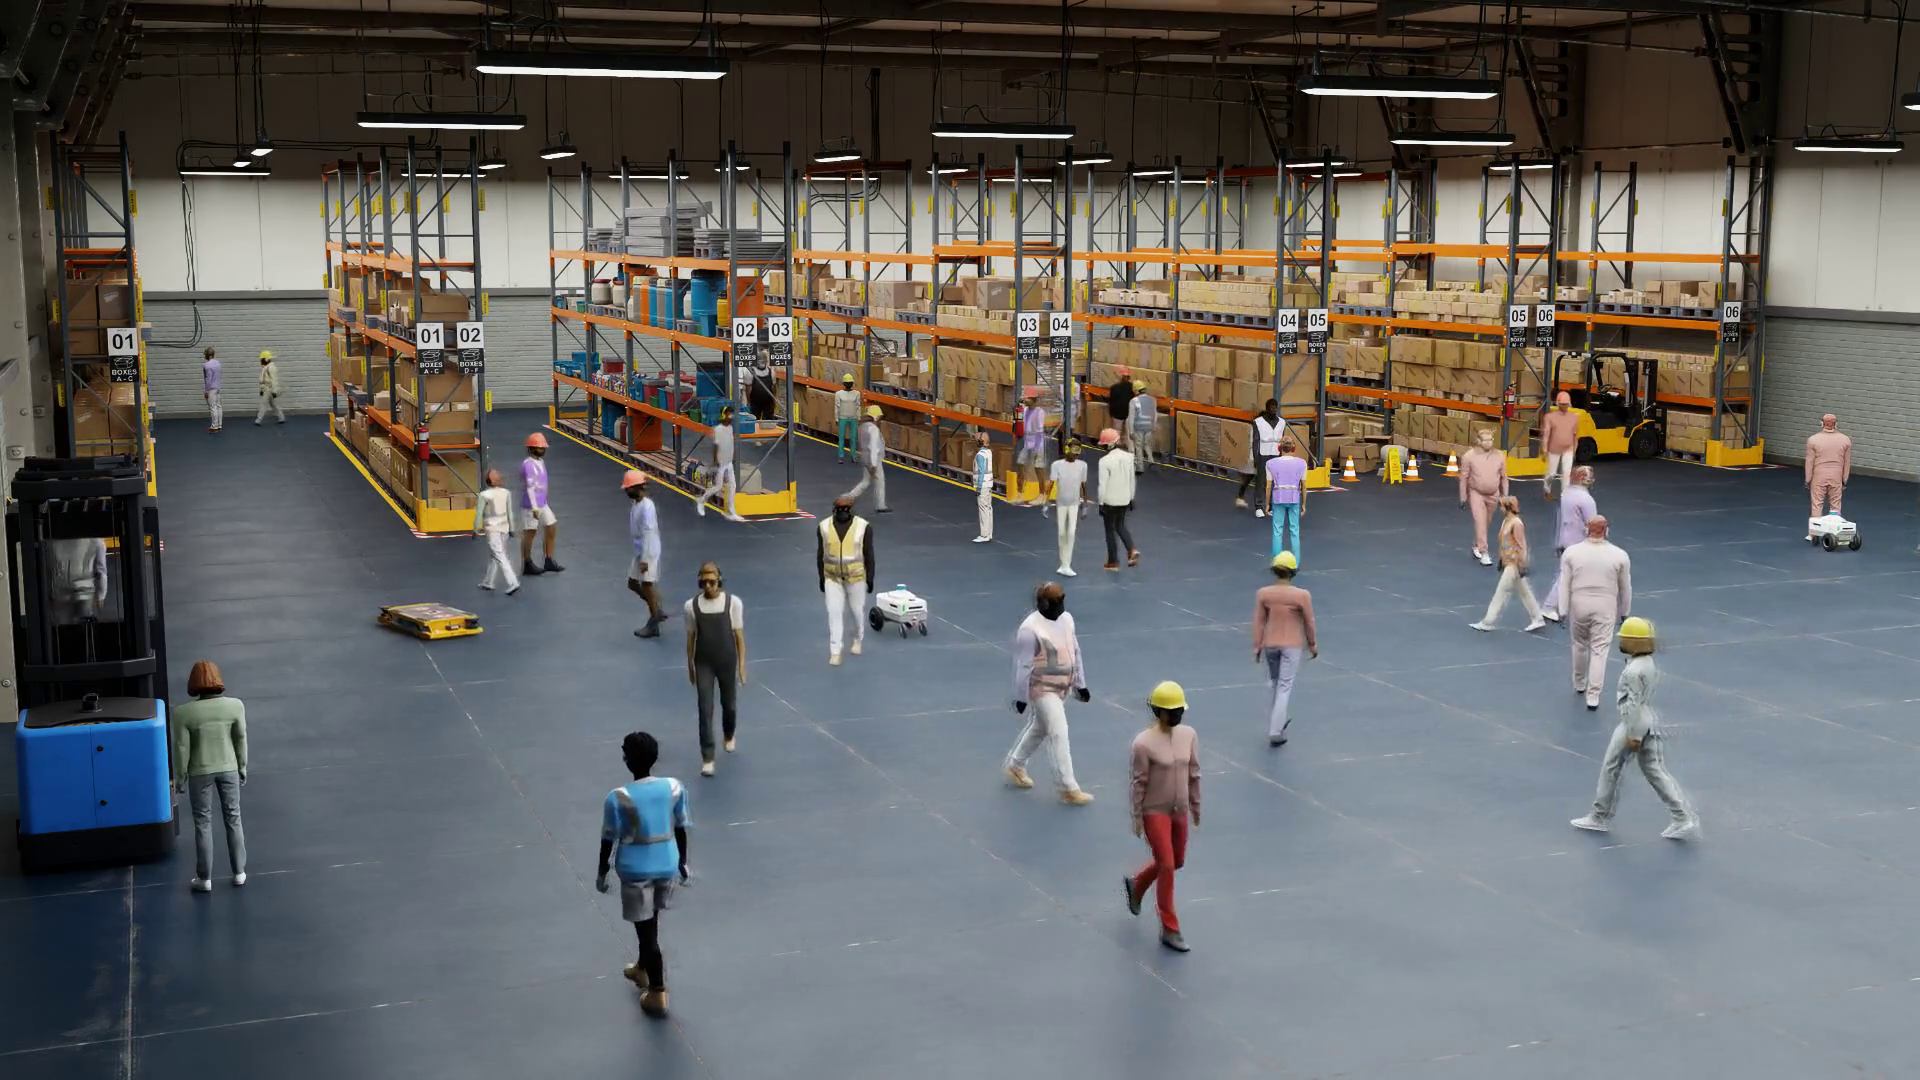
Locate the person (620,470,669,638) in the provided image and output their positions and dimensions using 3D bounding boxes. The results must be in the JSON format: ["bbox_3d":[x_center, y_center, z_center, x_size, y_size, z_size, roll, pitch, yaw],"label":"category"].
[{"bbox_3d":[-3.640,0.149,23.922,0.455,1.910,0.581,-3,9,-22],"label":"person"}]

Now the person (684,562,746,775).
[{"bbox_3d":[-2.115,1.068,18.147,0.524,1.821,0.801,-1,9,-4],"label":"person"}]

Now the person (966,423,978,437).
[{"bbox_3d":[0.256,-2.773,44.357,0.514,1.621,0.435,-2,9,-15],"label":"person"}]

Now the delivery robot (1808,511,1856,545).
[{"bbox_3d":[12.706,-0.186,30.510,0.477,0.478,0.707,-2,9,-15],"label":"delivery robot"}]

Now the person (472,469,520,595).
[{"bbox_3d":[-5.912,-0.112,26.747,0.872,1.596,0.528,6,10,35],"label":"person"}]

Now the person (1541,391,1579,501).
[{"bbox_3d":[9.982,-1.519,34.918,0.618,1.966,0.858,0,9,0],"label":"person"}]

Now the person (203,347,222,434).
[{"bbox_3d":[-16.963,-3.396,47.487,0.366,1.939,0.635,0,9,3],"label":"person"}]

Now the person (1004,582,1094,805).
[{"bbox_3d":[0.701,1.216,17.221,0.955,1.800,0.622,6,10,34],"label":"person"}]

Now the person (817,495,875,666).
[{"bbox_3d":[-1.228,0.397,22.679,0.641,1.817,0.826,1,9,6],"label":"person"}]

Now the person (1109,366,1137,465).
[{"bbox_3d":[3.226,-2.456,41.215,0.641,1.939,1.056,-2,9,-14],"label":"person"}]

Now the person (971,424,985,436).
[{"bbox_3d":[0.356,-3.236,46.553,0.593,1.907,0.735,-2,9,-11],"label":"person"}]

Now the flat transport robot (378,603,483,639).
[{"bbox_3d":[-6.171,0.924,24.358,0.652,0.197,1.431,-7,11,-38],"label":"flat transport robot"}]

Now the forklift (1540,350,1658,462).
[{"bbox_3d":[12.897,-2.725,42.309,2.313,2.155,1.214,-3,9,-21],"label":"forklift"}]

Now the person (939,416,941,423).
[{"bbox_3d":[-0.523,-3.766,50.082,0.600,1.906,0.992,-2,9,-12],"label":"person"}]

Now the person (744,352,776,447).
[{"bbox_3d":[-4.223,-2.975,44.486,0.698,2.000,0.579,-2,9,-16],"label":"person"}]

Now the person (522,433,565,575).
[{"bbox_3d":[-5.601,-0.479,28.098,0.701,1.913,0.567,3,9,17],"label":"person"}]

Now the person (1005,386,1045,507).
[{"bbox_3d":[1.094,-1.547,34.893,0.855,2.013,0.645,-5,10,-29],"label":"person"}]

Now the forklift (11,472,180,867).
[{"bbox_3d":[-6.630,0.886,15.957,1.129,2.768,1.873,-3,9,-21],"label":"forklift"}]

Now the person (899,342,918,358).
[{"bbox_3d":[-1.248,-3.896,51.066,0.575,1.868,0.645,3,9,17],"label":"person"}]

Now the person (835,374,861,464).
[{"bbox_3d":[-2.213,-2.402,41.421,0.533,1.771,0.301,-2,9,-16],"label":"person"}]

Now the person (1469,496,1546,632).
[{"bbox_3d":[6.364,0.276,24.157,0.896,1.583,0.531,1,9,4],"label":"person"}]

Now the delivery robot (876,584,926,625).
[{"bbox_3d":[-0.678,0.757,24.223,0.477,0.478,0.707,-5,10,-29],"label":"delivery robot"}]

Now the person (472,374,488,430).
[{"bbox_3d":[-10.262,-2.868,44.016,0.612,1.930,0.974,-5,10,-32],"label":"person"}]

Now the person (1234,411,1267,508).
[{"bbox_3d":[4.988,-1.338,34.746,0.923,1.640,0.531,-2,9,-14],"label":"person"}]

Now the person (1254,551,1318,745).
[{"bbox_3d":[2.997,0.962,19.138,0.533,1.731,0.866,5,10,32],"label":"person"}]

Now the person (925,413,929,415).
[{"bbox_3d":[-0.751,-3.895,51.864,0.530,1.611,0.426,1,9,6],"label":"person"}]

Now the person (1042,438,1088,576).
[{"bbox_3d":[1.406,-0.452,28.199,0.635,1.844,0.569,0,9,-1],"label":"person"}]

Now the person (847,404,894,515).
[{"bbox_3d":[-1.498,-1.299,33.969,0.774,1.806,0.600,-4,9,-23],"label":"person"}]

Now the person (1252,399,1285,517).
[{"bbox_3d":[4.989,-1.337,33.846,0.589,1.914,0.392,-4,9,-22],"label":"person"}]

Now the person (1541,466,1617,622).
[{"bbox_3d":[7.334,0.049,24.814,0.993,1.866,0.648,0,9,-2],"label":"person"}]

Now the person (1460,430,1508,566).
[{"bbox_3d":[7.328,-0.625,29.283,0.654,1.866,0.969,-1,9,-7],"label":"person"}]

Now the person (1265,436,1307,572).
[{"bbox_3d":[4.417,-0.486,28.390,0.565,1.846,0.390,0,9,0],"label":"person"}]

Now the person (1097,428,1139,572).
[{"bbox_3d":[2.132,-0.536,28.359,0.637,1.956,0.516,-6,10,-34],"label":"person"}]

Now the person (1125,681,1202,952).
[{"bbox_3d":[1.315,1.760,13.788,0.528,1.746,0.736,-6,10,-34],"label":"person"}]

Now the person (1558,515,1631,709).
[{"bbox_3d":[6.240,0.676,20.583,0.677,1.857,0.964,3,9,20],"label":"person"}]

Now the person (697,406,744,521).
[{"bbox_3d":[-3.830,-1.238,33.450,0.797,1.841,0.507,5,10,28],"label":"person"}]

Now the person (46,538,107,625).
[{"bbox_3d":[-9.004,0.567,21.212,0.765,1.895,0.470,0,9,1],"label":"person"}]

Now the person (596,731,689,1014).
[{"bbox_3d":[-1.960,1.963,12.617,0.558,1.664,0.756,-7,11,-40],"label":"person"}]

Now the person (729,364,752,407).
[{"bbox_3d":[-5.074,-3.539,48.616,0.573,1.887,0.355,-4,9,-24],"label":"person"}]

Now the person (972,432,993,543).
[{"bbox_3d":[0.341,-0.785,31.072,0.308,1.639,0.523,2,9,15],"label":"person"}]

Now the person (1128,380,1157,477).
[{"bbox_3d":[3.391,-2.085,39.186,0.617,1.806,0.465,-4,9,-25],"label":"person"}]

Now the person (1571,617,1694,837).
[{"bbox_3d":[5.230,1.430,16.095,0.887,1.703,0.498,5,10,32],"label":"person"}]

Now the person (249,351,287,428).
[{"bbox_3d":[-16.158,-3.527,48.881,0.807,1.804,0.606,-5,10,-28],"label":"person"}]

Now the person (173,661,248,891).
[{"bbox_3d":[-5.288,1.658,14.808,0.497,1.633,0.288,-5,10,-32],"label":"person"}]

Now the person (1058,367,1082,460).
[{"bbox_3d":[2.141,-2.538,41.848,0.569,1.914,0.476,-1,9,-8],"label":"person"}]

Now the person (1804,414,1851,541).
[{"bbox_3d":[12.861,-0.921,31.095,0.641,1.909,0.409,1,9,7],"label":"person"}]
